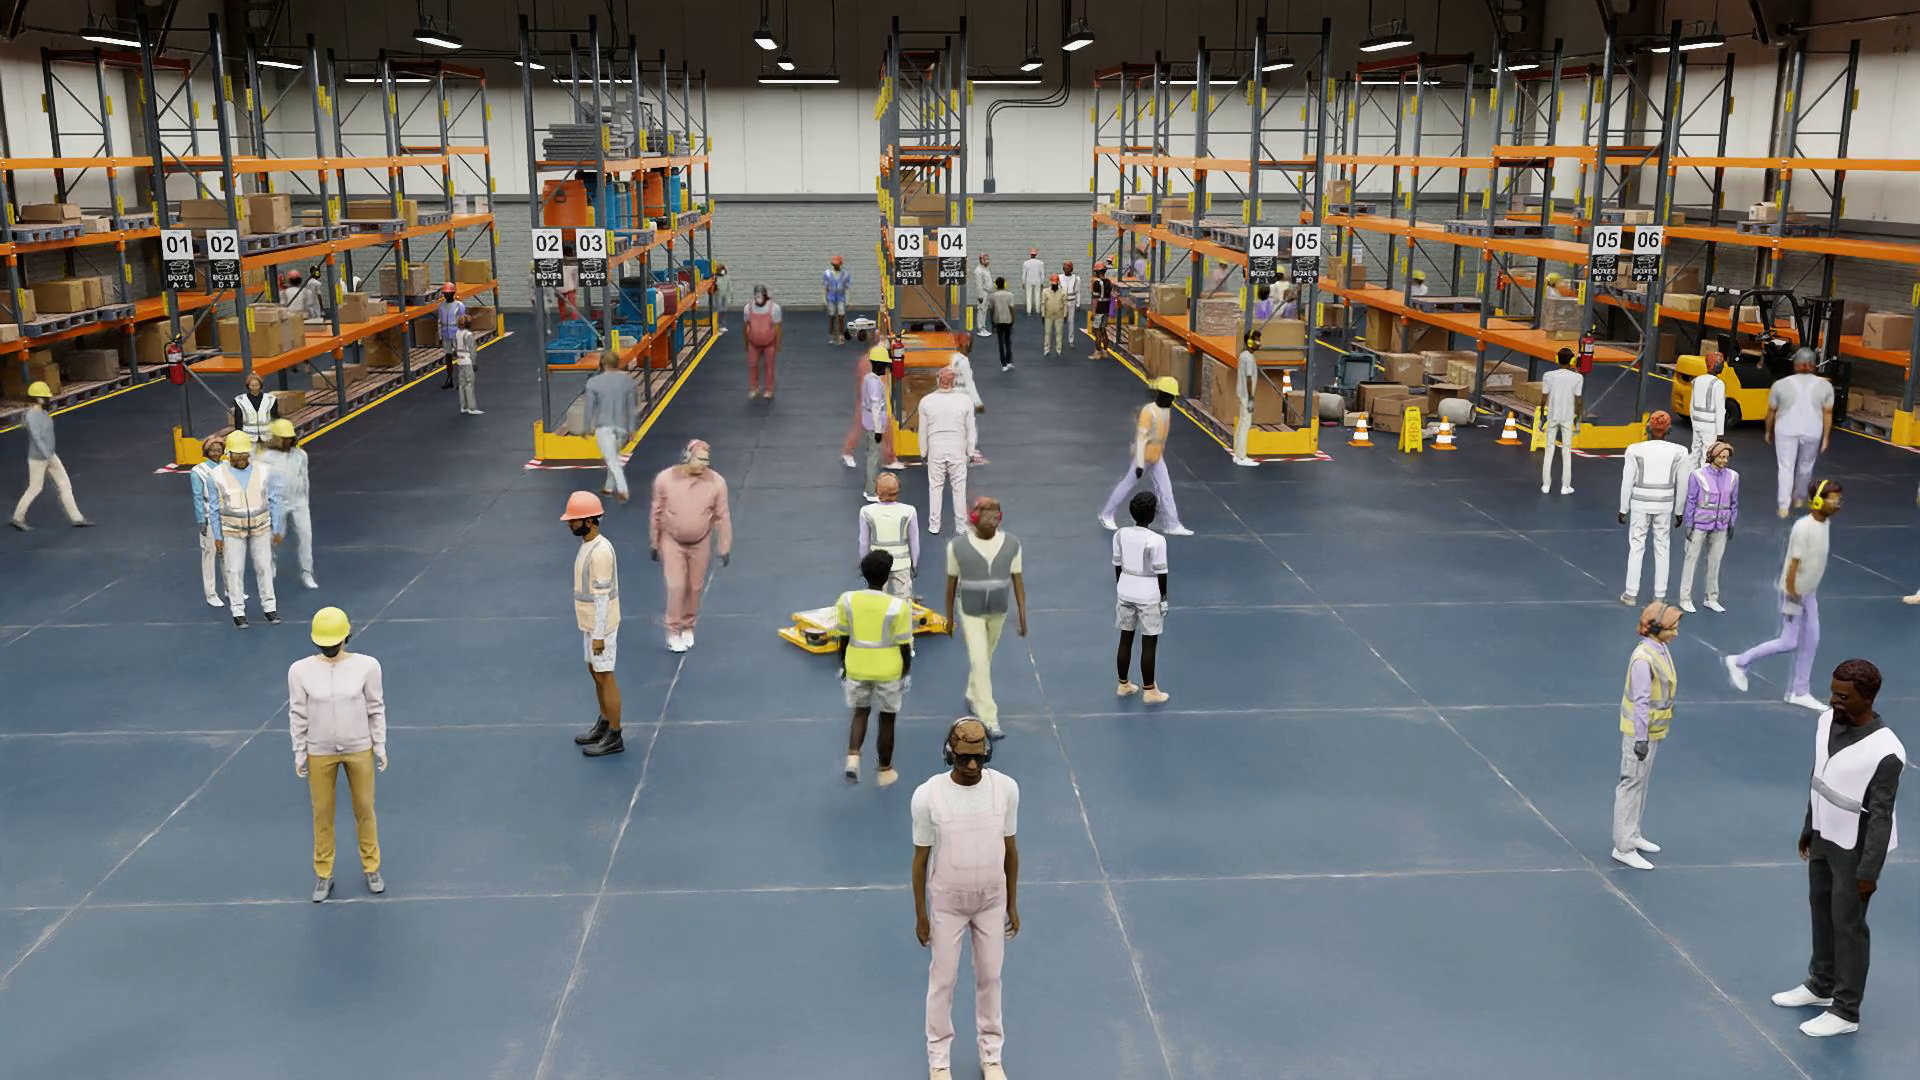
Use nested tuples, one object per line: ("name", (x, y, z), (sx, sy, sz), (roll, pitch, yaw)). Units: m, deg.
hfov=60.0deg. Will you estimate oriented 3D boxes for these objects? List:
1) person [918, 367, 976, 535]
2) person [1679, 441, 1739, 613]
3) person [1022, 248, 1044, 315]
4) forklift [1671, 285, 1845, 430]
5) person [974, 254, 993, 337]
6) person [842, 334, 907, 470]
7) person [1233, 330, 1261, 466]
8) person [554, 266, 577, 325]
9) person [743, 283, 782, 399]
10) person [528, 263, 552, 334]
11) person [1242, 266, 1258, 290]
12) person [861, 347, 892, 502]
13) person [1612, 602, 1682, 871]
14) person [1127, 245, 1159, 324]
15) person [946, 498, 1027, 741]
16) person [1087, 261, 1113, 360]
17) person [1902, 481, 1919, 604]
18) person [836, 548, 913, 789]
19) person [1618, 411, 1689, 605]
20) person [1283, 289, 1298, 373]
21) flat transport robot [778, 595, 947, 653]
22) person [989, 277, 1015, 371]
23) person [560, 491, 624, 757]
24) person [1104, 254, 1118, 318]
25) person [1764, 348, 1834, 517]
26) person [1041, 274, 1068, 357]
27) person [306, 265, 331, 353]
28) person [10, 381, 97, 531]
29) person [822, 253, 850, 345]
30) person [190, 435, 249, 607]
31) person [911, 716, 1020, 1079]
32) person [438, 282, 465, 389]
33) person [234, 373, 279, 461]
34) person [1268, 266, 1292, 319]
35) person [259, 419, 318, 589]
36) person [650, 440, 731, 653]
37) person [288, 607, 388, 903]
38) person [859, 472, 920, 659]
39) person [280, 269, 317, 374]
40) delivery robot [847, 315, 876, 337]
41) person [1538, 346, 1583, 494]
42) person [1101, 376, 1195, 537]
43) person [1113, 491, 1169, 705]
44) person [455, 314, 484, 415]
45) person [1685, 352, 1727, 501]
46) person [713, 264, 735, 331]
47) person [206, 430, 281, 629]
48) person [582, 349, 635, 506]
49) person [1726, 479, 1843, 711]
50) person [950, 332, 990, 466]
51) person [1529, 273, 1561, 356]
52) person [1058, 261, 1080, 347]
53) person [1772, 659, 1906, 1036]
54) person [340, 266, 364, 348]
("person", (-0.143, -1.004, 18.807), (0.651, 1.907, 0.409), (0, 13, 2))
("person", (7.054, -0.121, 15.662), (0.514, 1.634, 0.313), (-2, 13, -7))
("person", (1.914, -6.750, 43.480), (0.573, 1.749, 0.342), (-1, 13, -3))
("forklift", (12.503, -2.886, 26.166), (2.313, 2.155, 1.214), (-1, 13, -3))
("person", (0.562, -5.697, 38.692), (0.409, 1.908, 0.647), (3, 14, 13))
("person", (-1.205, -1.890, 22.700), (1.007, 1.845, 0.662), (9, 16, 33))
("person", (3.975, -1.961, 22.955), (0.323, 1.865, 0.518), (0, 13, -1))
("person", (-9.451, -6.004, 39.873), (0.684, 1.946, 0.819), (-9, 16, -32))
("person", (-3.437, -3.453, 28.897), (0.698, 2.000, 0.690), (1, 13, 2))
("person", (-9.785, -5.636, 38.858), (0.552, 1.700, 0.694), (-6, 15, -25))
("person", (6.245, -5.022, 35.842), (0.395, 1.910, 0.584), (-1, 13, -4))
("person", (-1.028, -1.433, 20.586), (0.382, 1.923, 0.593), (-2, 13, -8))
("person", (4.184, 1.174, 10.157), (0.309, 1.640, 0.511), (8, 15, 30))
("person", (4.513, -6.218, 40.717), (1.017, 1.985, 0.624), (-4, 14, -16))
("person", (0.189, 0.555, 12.461), (0.571, 1.790, 1.009), (-5, 14, -19))
("person", (2.887, -4.728, 34.337), (0.409, 2.028, 0.613), (9, 16, 34))
("person", (9.263, -0.234, 15.708), (0.429, 1.839, 0.631), (0, 13, 0))
("person", (-0.578, 0.889, 11.267), (0.547, 1.680, 0.402), (4, 14, 17))
("person", (6.596, -0.297, 15.859), (0.584, 1.882, 0.339), (3, 14, 13))
("person", (6.417, -4.080, 32.441), (0.284, 1.629, 0.507), (10, 16, 36))
("flat transport robot", (-0.849, 0.740, 14.923), (1.431, 0.197, 0.652), (-9, 16, -32))
("person", (0.826, -4.261, 32.804), (0.512, 1.813, 0.807), (0, 13, 1))
("person", (-2.646, 0.597, 11.991), (0.376, 1.931, 0.541), (-6, 14, -22))
("person", (3.706, -6.179, 41.091), (0.557, 1.744, 0.351), (8, 16, 32))
("person", (10.003, -1.328, 19.892), (0.697, 2.000, 1.045), (5, 14, 21))
("person", (1.969, -4.695, 34.793), (0.563, 1.741, 0.339), (1, 13, 6))
("person", (-13.739, -4.928, 35.542), (0.510, 1.861, 0.328), (11, 17, 38))
("person", (-10.477, -0.954, 18.980), (0.861, 1.723, 0.529), (-1, 13, -4))
("person", (-2.745, -5.339, 36.890), (0.613, 2.040, 0.394), (-1, 13, -5))
("person", (-7.105, -0.191, 15.938), (0.312, 1.638, 0.512), (6, 14, 23))
("person", (0.029, 1.673, 7.632), (0.501, 1.838, 0.341), (-4, 14, -16))
("person", (-9.217, -3.702, 30.163), (0.545, 1.942, 0.353), (3, 14, 12))
("person", (-8.557, -1.219, 20.290), (0.510, 1.641, 0.308), (-7, 15, -26))
("person", (6.630, -4.747, 34.668), (0.627, 1.913, 0.418), (-8, 15, -29))
("person", (-6.763, -0.390, 16.638), (0.486, 1.707, 0.816), (-12, 18, -42))
("person", (-2.329, 0.048, 14.428), (0.679, 1.870, 0.631), (-4, 14, -17))
("person", (-3.597, 1.231, 9.659), (0.523, 1.760, 0.327), (-5, 14, -19))
("person", (-0.597, 0.235, 14.124), (0.514, 1.645, 0.308), (0, 13, 1))
("person", (-12.762, -4.203, 32.116), (0.634, 2.021, 0.527), (-2, 13, -10))
("delivery robot", (-2.241, -4.883, 37.934), (0.477, 0.478, 0.707), (10, 17, 37))
("person", (7.591, -1.515, 21.050), (0.515, 1.872, 0.333), (7, 15, 28))
("person", (2.103, -0.973, 18.878), (1.153, 1.829, 0.609), (10, 16, 36))
("person", (1.430, 0.452, 13.090), (0.318, 1.696, 0.532), (-13, 18, -43))
("person", (-8.098, -2.882, 27.331), (0.311, 1.642, 0.512), (-12, 18, -42))
("person", (9.166, -1.364, 20.387), (0.355, 1.883, 0.574), (-3, 14, -12))
("person", (-5.643, -5.753, 39.537), (0.615, 1.606, 0.444), (-12, 18, -41))
("person", (-6.511, -0.101, 15.165), (0.593, 1.825, 0.403), (-9, 16, -32))
("person", (-4.265, -1.385, 20.448), (0.640, 1.908, 0.965), (-11, 17, -39))
("person", (6.486, 0.398, 13.013), (0.529, 1.847, 0.691), (-11, 17, -38))
("person", (0.086, -1.881, 22.591), (0.726, 1.861, 0.619), (-1, 13, -4))
("person", (12.142, -4.649, 34.491), (0.485, 1.795, 0.665), (-11, 17, -39))
("person", (2.349, -5.167, 36.491), (0.572, 1.886, 0.355), (0, 13, 2))
("person", (4.368, 1.500, 8.199), (0.397, 1.911, 0.588), (0, 13, -2))
("person", (-13.302, -5.125, 36.393), (0.563, 1.847, 0.390), (6, 14, 23))
